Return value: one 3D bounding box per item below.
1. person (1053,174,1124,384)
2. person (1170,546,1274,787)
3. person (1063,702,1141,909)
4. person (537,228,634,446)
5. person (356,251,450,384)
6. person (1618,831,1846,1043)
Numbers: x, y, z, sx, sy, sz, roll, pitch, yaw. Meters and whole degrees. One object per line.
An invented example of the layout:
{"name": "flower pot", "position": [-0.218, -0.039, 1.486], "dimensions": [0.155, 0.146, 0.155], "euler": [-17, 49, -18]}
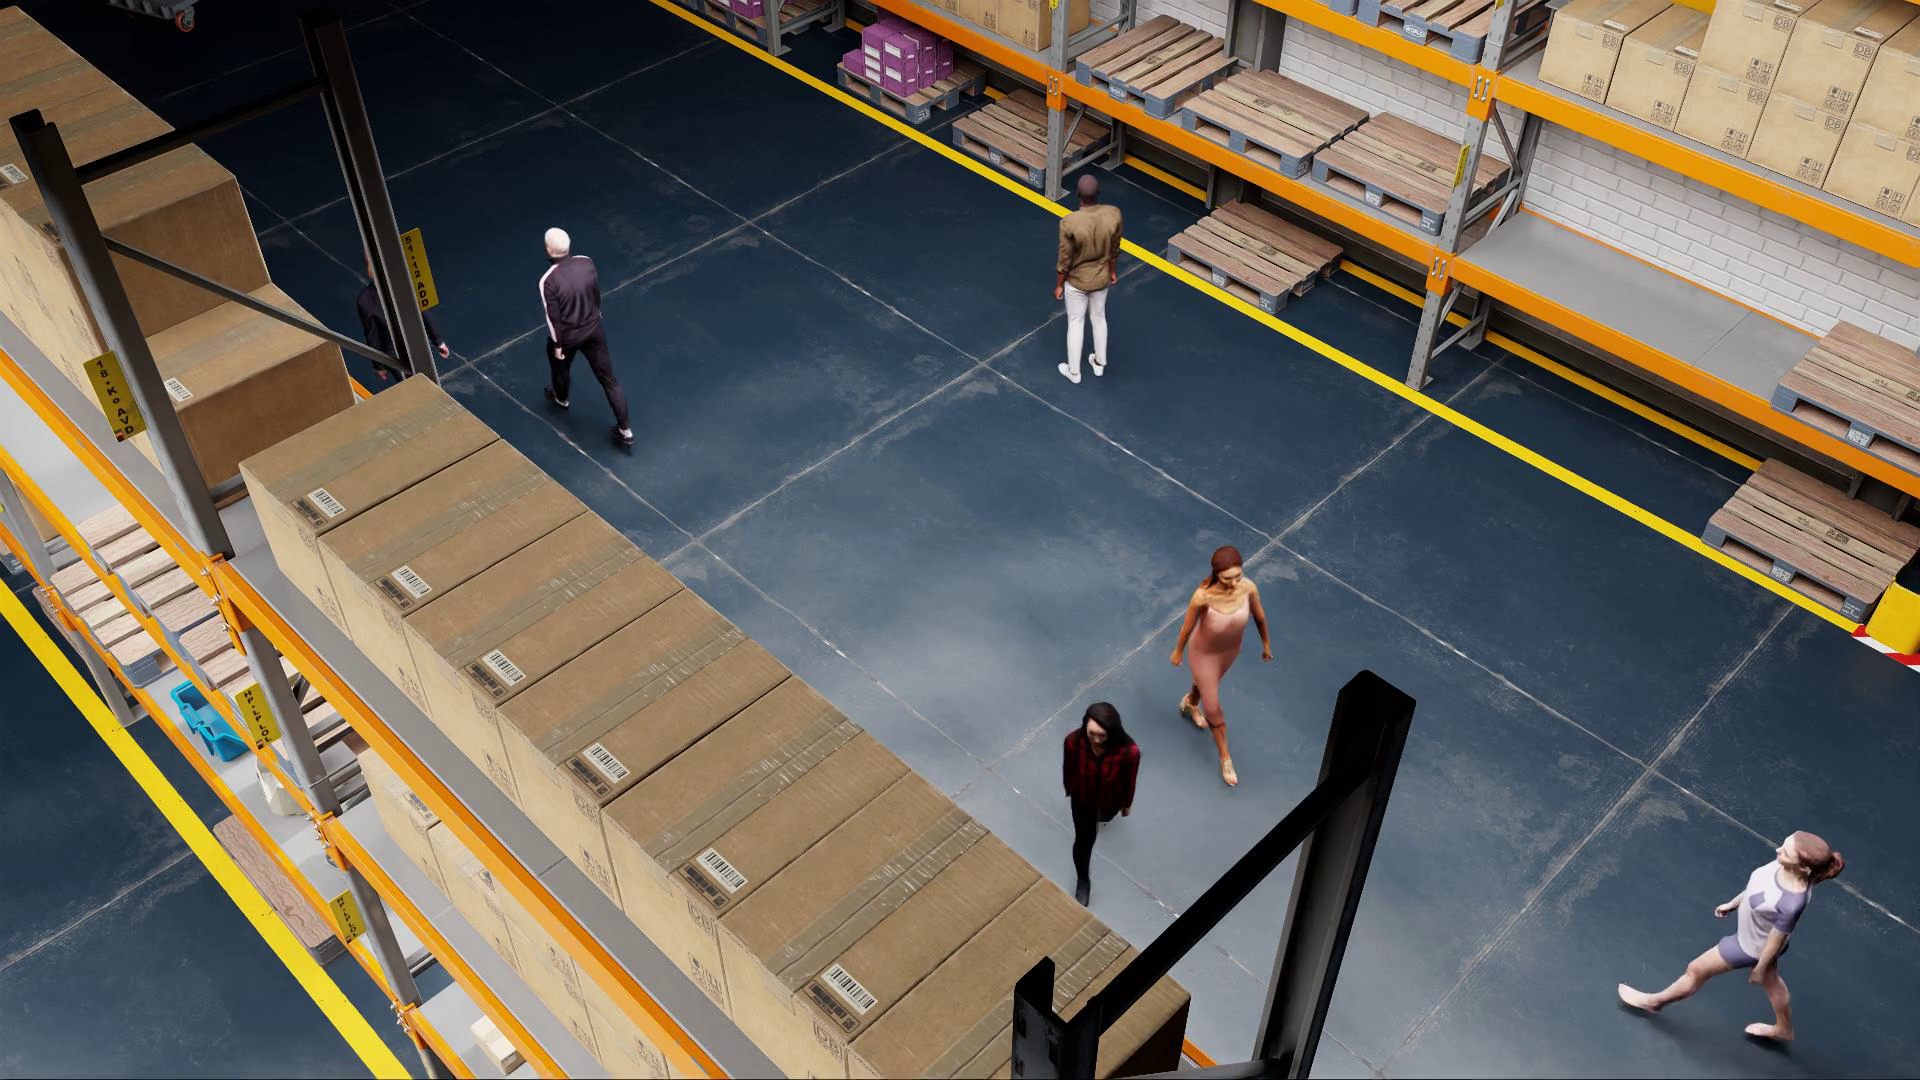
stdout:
{"name": "person", "position": [0.994, -2.039, 13.021], "dimensions": [0.795, 1.824, 0.725], "euler": [-16, 46, -16]}
{"name": "person", "position": [1.520, 0.628, 10.245], "dimensions": [0.969, 1.794, 1.118], "euler": [-19, 47, -18]}
{"name": "person", "position": [0.808, 1.390, 9.569], "dimensions": [1.031, 1.622, 1.016], "euler": [6, 44, 7]}
{"name": "person", "position": [-2.794, -1.468, 12.456], "dimensions": [0.697, 1.778, 1.215], "euler": [-34, 53, -30]}
{"name": "person", "position": [-4.178, -1.459, 12.438], "dimensions": [1.150, 1.790, 0.753], "euler": [29, 51, 27]}
{"name": "person", "position": [4.273, 2.126, 8.726], "dimensions": [1.195, 1.719, 0.778], "euler": [21, 48, 21]}
